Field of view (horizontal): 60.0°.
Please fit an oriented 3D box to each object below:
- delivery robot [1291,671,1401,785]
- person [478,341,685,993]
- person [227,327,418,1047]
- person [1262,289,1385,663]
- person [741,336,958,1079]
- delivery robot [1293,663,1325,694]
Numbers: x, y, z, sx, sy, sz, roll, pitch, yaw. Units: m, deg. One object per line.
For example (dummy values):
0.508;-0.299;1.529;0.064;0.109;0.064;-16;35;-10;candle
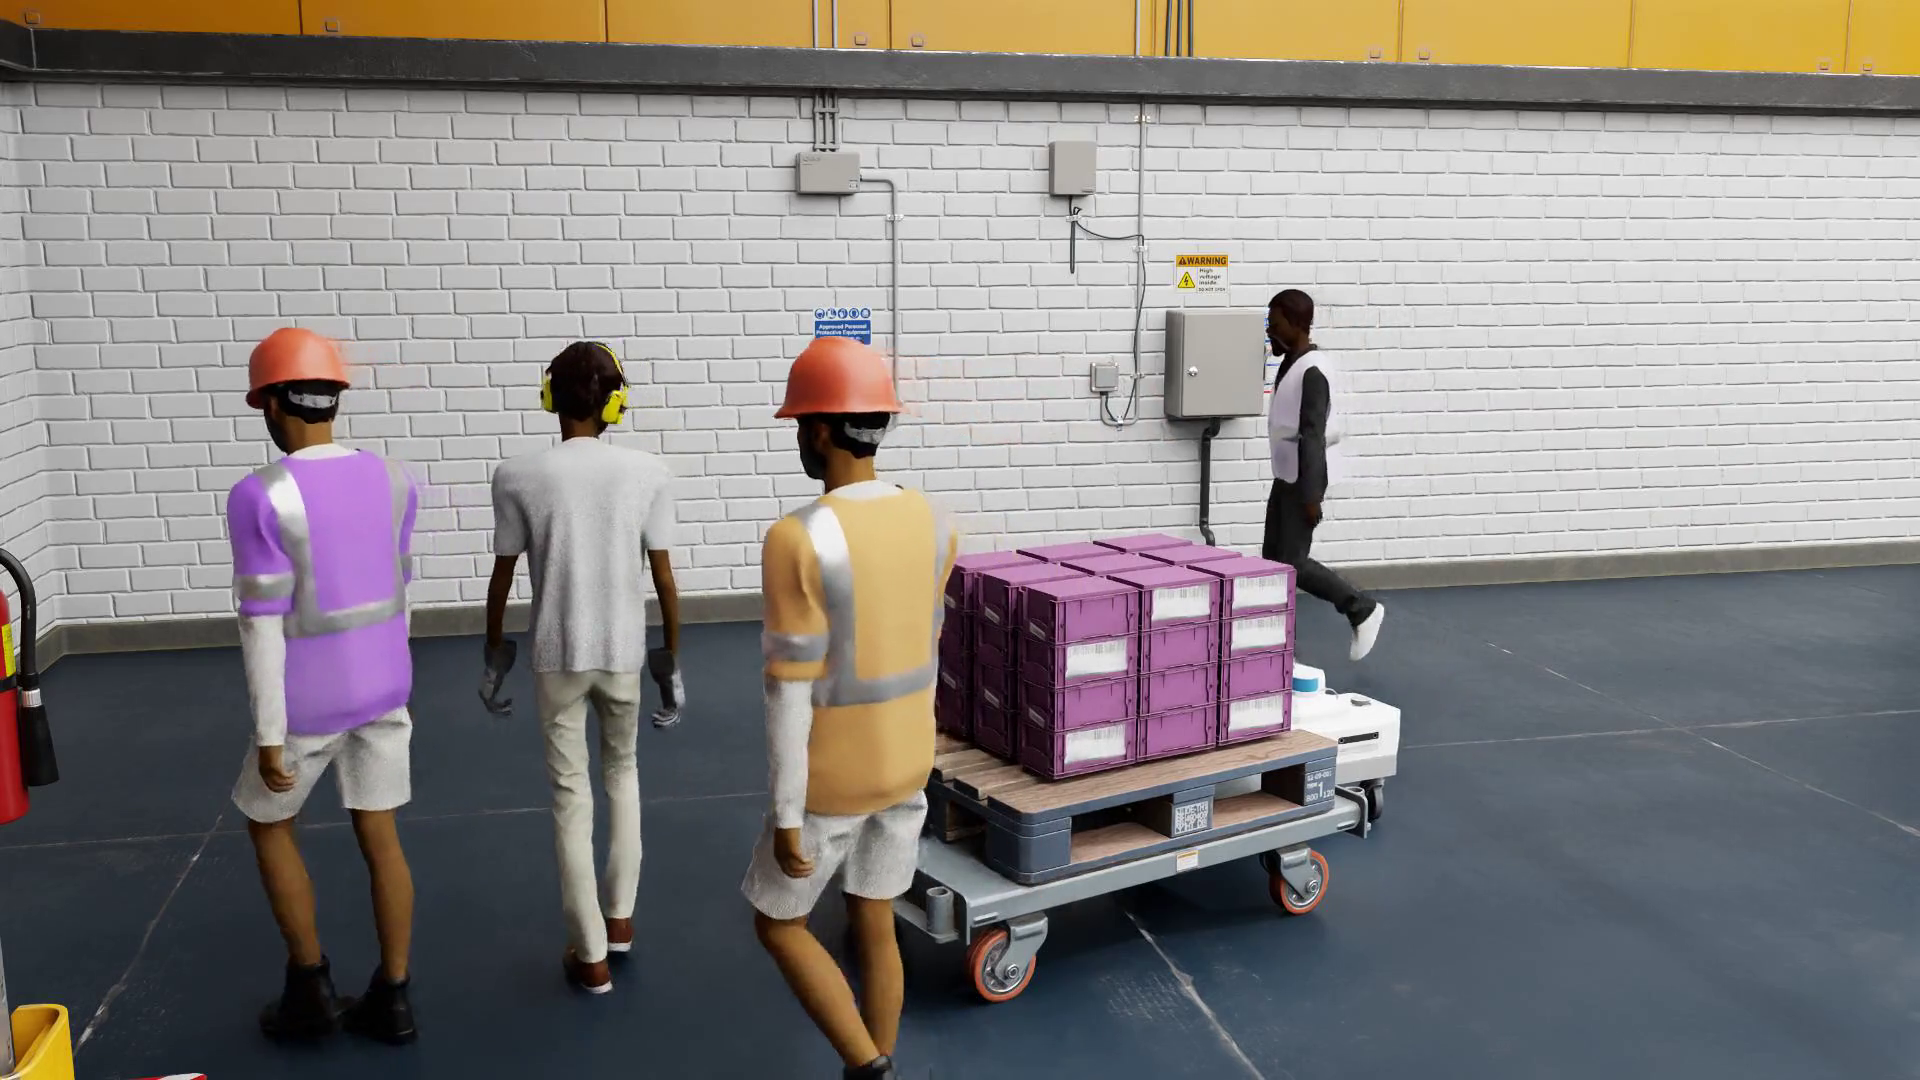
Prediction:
1.253;0.724;6.078;0.707;0.478;0.477;-5;11;-25;delivery robot
-1.107;0.352;4.802;0.547;1.846;0.565;-4;11;-22;person
-1.686;0.397;4.390;0.579;1.904;0.561;8;13;36;person
1.726;-0.284;8.194;0.644;1.895;0.601;0;10;-3;person
-0.228;0.510;3.741;0.551;1.918;0.471;-10;14;-44;person
1.109;0.640;6.540;0.707;0.478;0.477;-9;13;-40;delivery robot
